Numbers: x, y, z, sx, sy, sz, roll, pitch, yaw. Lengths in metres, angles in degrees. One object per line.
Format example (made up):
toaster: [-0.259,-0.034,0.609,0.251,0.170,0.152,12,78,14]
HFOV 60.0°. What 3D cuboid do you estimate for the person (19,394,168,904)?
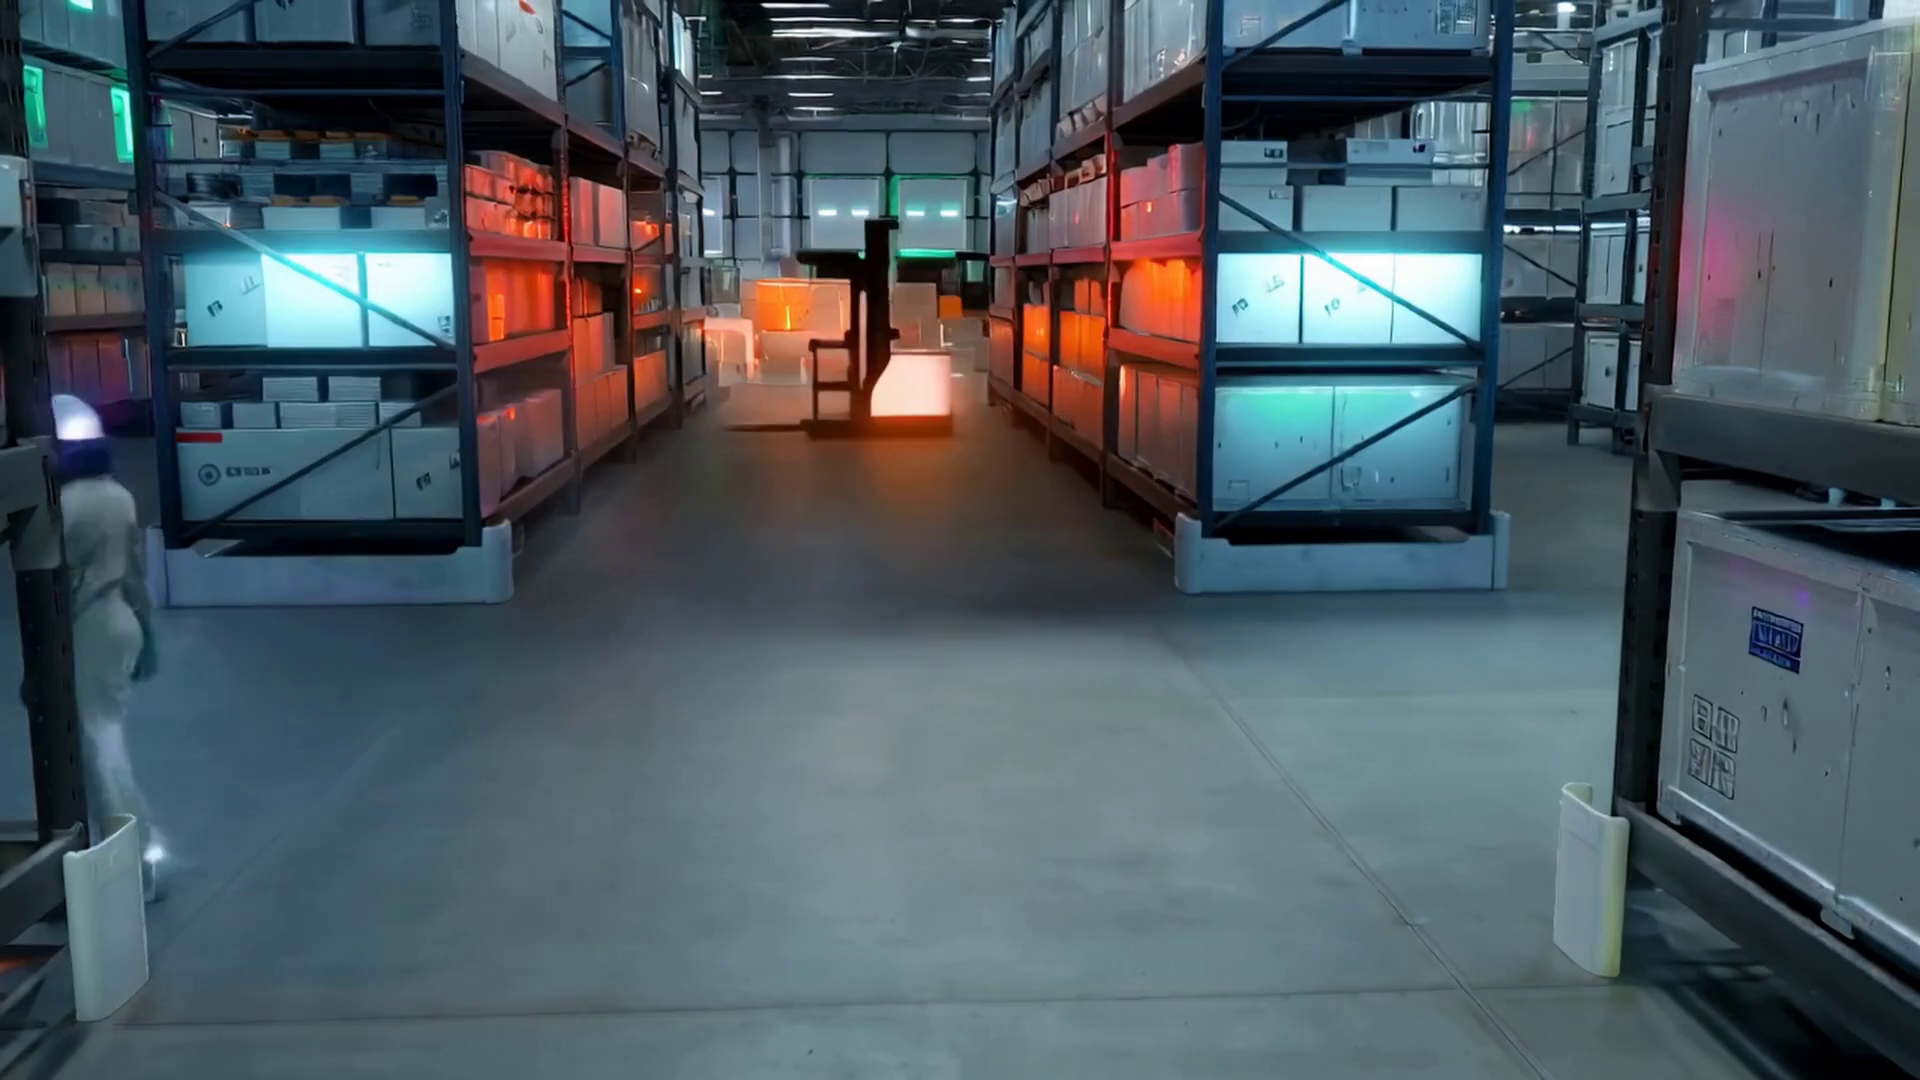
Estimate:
person: [-2.904,0.382,5.556,0.415,1.729,0.494,-1,9,-3]

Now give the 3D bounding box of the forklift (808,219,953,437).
forklift: [-1.060,-2.780,21.783,1.873,2.768,1.129,-1,9,-4]

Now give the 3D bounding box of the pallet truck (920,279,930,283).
pallet truck: [-0.932,-8.922,63.114,1.885,1.965,0.823,2,9,13]

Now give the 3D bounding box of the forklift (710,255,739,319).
forklift: [-8.368,-8.713,59.038,1.129,2.768,1.873,-1,9,-4]

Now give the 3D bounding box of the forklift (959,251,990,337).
forklift: [0.431,-7.232,49.740,1.129,2.768,1.873,-1,9,-4]
